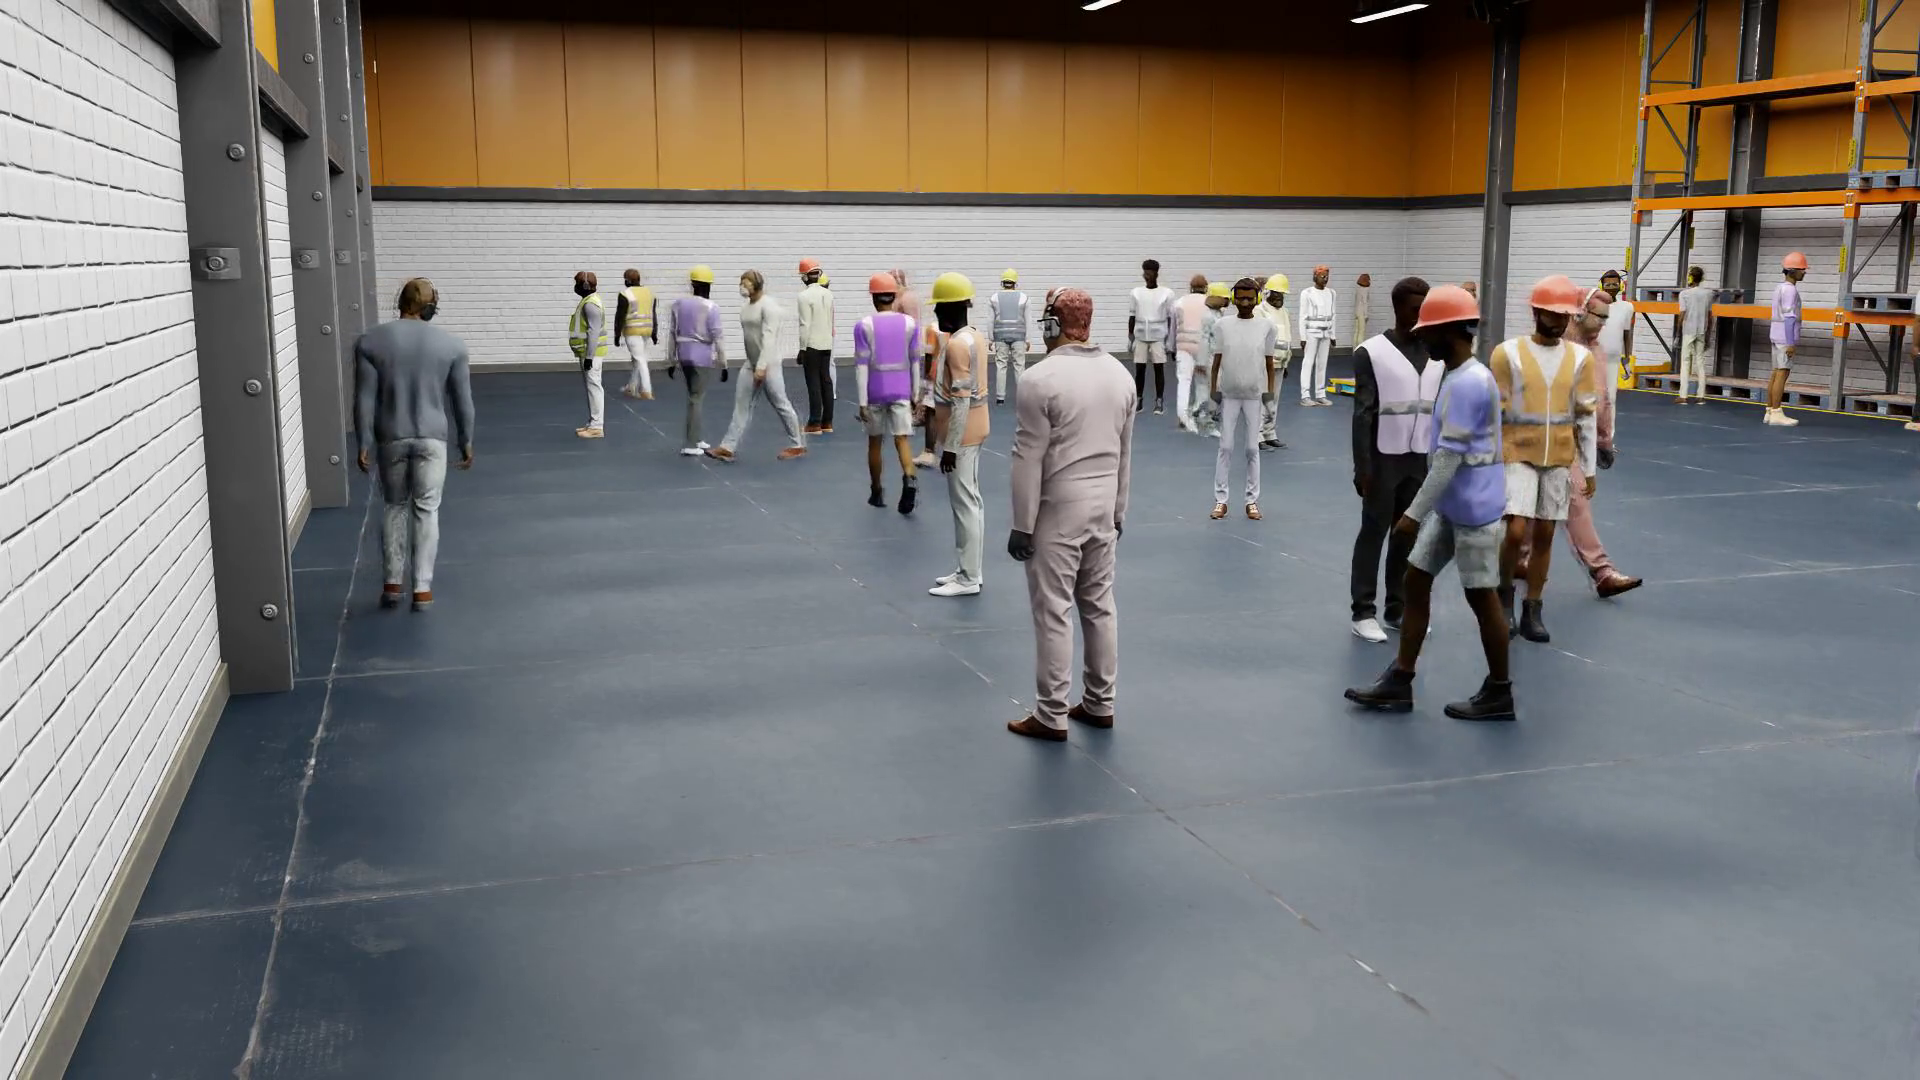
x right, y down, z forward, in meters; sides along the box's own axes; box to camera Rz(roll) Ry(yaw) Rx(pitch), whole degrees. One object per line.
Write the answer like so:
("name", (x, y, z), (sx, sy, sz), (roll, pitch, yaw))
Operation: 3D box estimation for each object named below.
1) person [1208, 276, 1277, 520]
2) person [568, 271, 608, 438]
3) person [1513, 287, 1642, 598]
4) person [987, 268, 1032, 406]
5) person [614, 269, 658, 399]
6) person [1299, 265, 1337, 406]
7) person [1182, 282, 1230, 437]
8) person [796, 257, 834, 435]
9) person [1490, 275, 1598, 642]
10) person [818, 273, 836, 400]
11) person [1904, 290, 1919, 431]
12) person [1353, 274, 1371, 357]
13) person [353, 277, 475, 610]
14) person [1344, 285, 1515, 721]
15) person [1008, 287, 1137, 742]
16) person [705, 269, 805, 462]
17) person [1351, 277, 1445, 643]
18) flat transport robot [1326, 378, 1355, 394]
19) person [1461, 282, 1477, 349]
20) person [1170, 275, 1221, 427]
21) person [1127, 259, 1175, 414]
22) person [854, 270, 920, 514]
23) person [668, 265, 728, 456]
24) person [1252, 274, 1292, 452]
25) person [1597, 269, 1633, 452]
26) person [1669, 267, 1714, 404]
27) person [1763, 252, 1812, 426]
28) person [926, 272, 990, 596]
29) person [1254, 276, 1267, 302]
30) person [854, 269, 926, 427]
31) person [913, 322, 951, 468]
("person", (2.162, -1.082, 12.762), (0.508, 1.865, 0.329), (1, 10, 8))
("person", (-4.131, -2.060, 18.486), (0.429, 1.844, 0.625), (-3, 10, -14))
("person", (3.700, -0.589, 10.004), (0.676, 1.828, 1.066), (-9, 13, -41))
("person", (0.659, -2.697, 22.198), (0.592, 1.834, 0.404), (1, 10, 4))
("person", (-4.624, -2.888, 23.359), (0.898, 1.806, 0.647), (7, 12, 36))
("person", (4.775, -2.725, 22.228), (0.573, 1.881, 0.339), (-5, 11, -28))
("person", (2.785, -1.983, 18.386), (0.436, 1.723, 0.480), (5, 11, 27))
("person", (-1.652, -2.183, 18.767), (0.392, 1.990, 0.612), (5, 11, 29))
("person", (3.043, -0.415, 8.715), (0.571, 1.925, 0.397), (0, 10, -1))
("person", (-1.899, -2.806, 23.037), (0.329, 1.763, 0.523), (-4, 11, -22))
("person", (11.283, -2.280, 19.184), (0.680, 2.000, 0.535), (0, 10, -1))
("person", (7.847, -4.377, 32.551), (0.346, 1.636, 0.534), (-1, 10, -7))
("person", (-3.136, -0.554, 9.595), (0.647, 1.896, 0.570), (-2, 10, -12))
("person", (2.057, -0.143, 7.216), (0.855, 1.891, 0.534), (1, 10, 8))
("person", (0.450, -0.111, 7.043), (0.640, 1.902, 0.402), (-9, 13, -42))
("person", (-1.971, -1.689, 16.238), (1.041, 1.884, 0.651), (-8, 13, -39))
("person", (2.310, -0.428, 8.819), (0.597, 1.915, 0.371), (-5, 11, -28))
("flat transport robot", (5.831, -2.170, 23.665), (0.652, 0.197, 1.431), (-3, 10, -15))
("person", (7.235, -2.873, 23.793), (0.277, 1.633, 0.507), (0, 10, -1))
("person", (2.770, -2.237, 19.718), (0.633, 1.789, 0.996), (3, 10, 18))
("person", (2.413, -2.574, 21.100), (0.612, 1.963, 0.361), (4, 11, 22))
("person", (-0.560, -1.161, 13.106), (0.551, 1.915, 0.880), (-3, 10, -16))
("person", (-2.637, -1.817, 16.861), (0.640, 1.907, 0.707), (5, 11, 29))
("person", (3.222, -1.826, 17.189), (0.404, 1.822, 0.592), (8, 13, 41))
("person", (6.618, -1.829, 17.060), (0.518, 1.874, 0.327), (2, 10, 10))
("person", (9.883, -2.754, 22.499), (0.570, 1.858, 0.390), (-1, 10, -6))
("person", (9.832, -2.379, 19.748), (0.378, 2.041, 0.616), (3, 10, 15))
("person", (-0.015, -0.624, 9.924), (0.373, 1.927, 0.585), (2, 10, 9))
("person", (5.645, -4.077, 30.835), (0.724, 1.616, 0.526), (-5, 11, -26))
("person", (-0.752, -2.223, 19.393), (0.992, 1.848, 0.671), (-2, 10, -11))
("person", (-0.130, -1.523, 15.900), (0.646, 1.658, 0.345), (-5, 11, -27))
